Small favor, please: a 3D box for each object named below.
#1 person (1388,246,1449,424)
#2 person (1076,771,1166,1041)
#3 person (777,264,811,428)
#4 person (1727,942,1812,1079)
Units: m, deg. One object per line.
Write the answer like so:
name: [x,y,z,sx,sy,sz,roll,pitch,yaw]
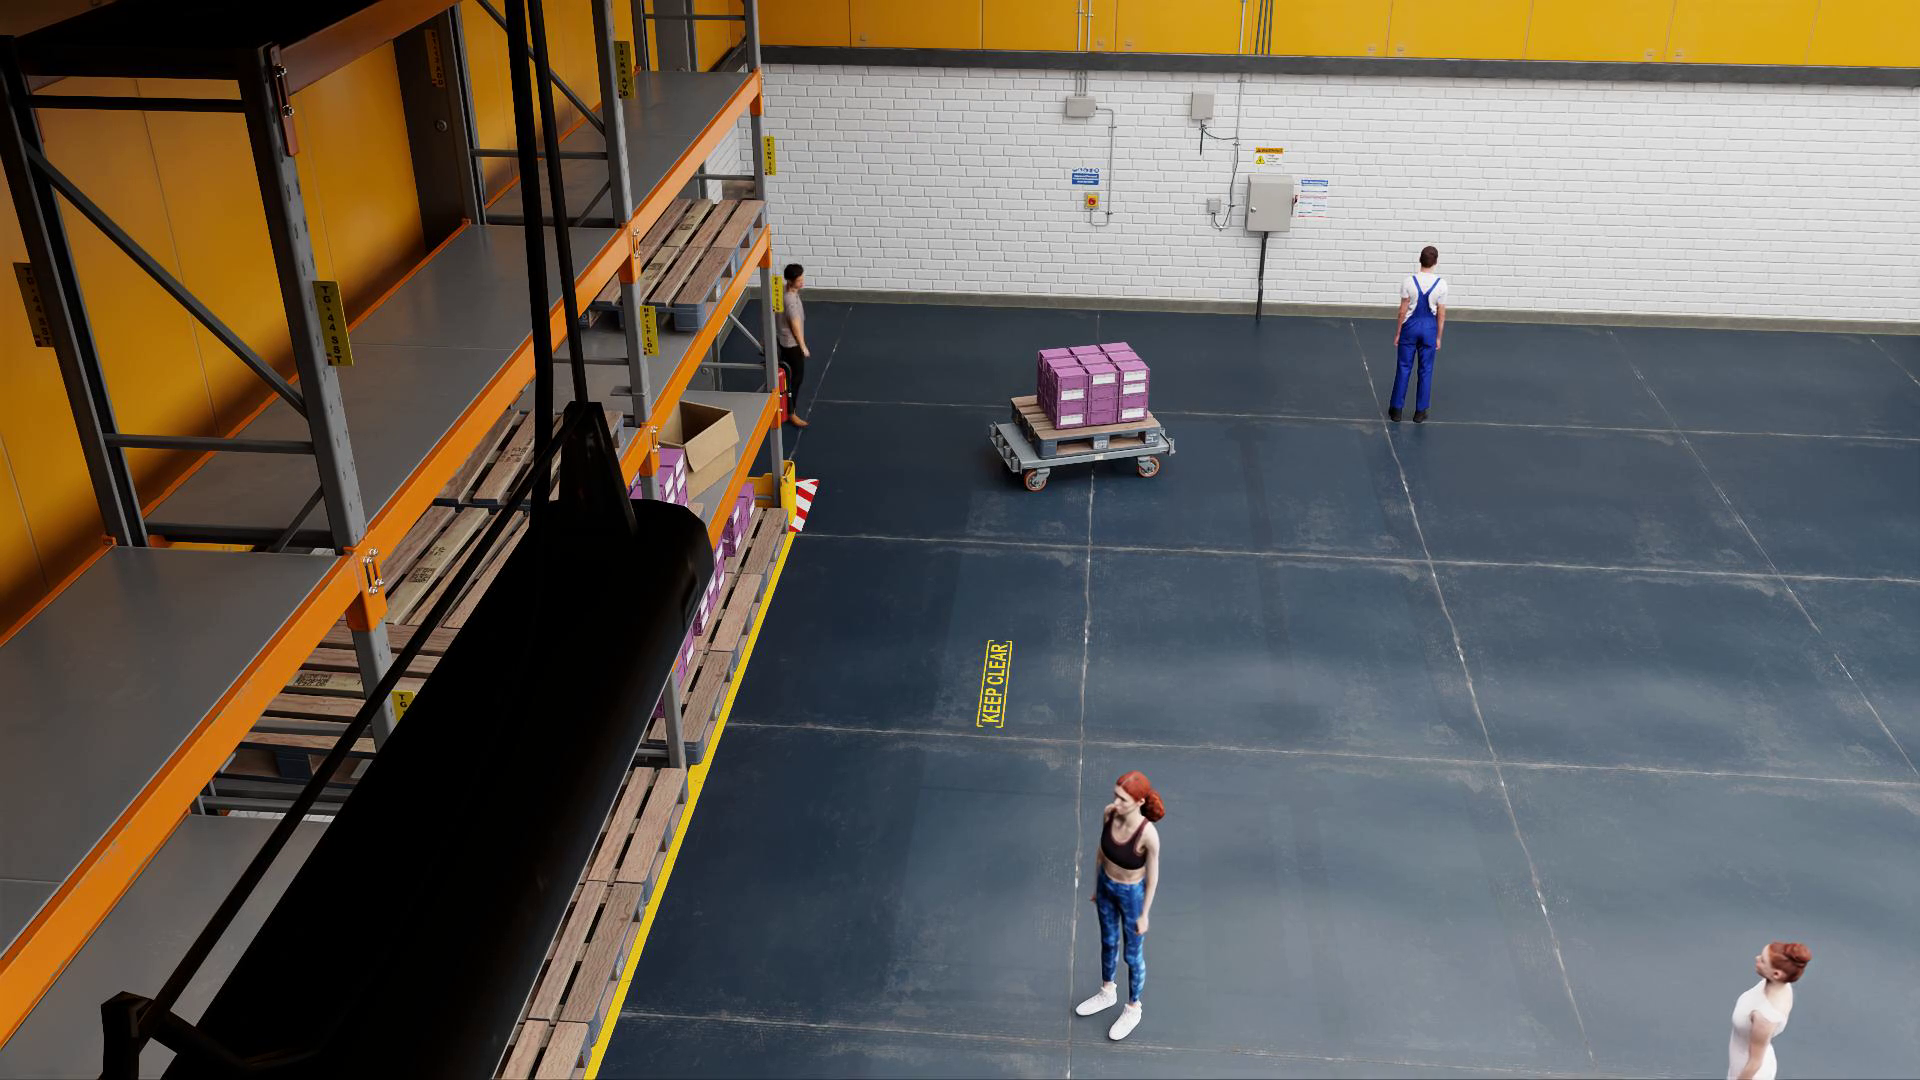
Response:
person: [4.668,-2.101,16.949,0.658,1.850,0.603,6,29,12]
person: [0.925,2.046,9.417,0.746,1.784,0.687,-22,35,-34]
person: [-1.774,-2.050,17.022,0.956,1.691,0.662,-14,32,-24]
person: [3.922,2.673,8.260,0.698,1.791,0.581,17,33,28]
